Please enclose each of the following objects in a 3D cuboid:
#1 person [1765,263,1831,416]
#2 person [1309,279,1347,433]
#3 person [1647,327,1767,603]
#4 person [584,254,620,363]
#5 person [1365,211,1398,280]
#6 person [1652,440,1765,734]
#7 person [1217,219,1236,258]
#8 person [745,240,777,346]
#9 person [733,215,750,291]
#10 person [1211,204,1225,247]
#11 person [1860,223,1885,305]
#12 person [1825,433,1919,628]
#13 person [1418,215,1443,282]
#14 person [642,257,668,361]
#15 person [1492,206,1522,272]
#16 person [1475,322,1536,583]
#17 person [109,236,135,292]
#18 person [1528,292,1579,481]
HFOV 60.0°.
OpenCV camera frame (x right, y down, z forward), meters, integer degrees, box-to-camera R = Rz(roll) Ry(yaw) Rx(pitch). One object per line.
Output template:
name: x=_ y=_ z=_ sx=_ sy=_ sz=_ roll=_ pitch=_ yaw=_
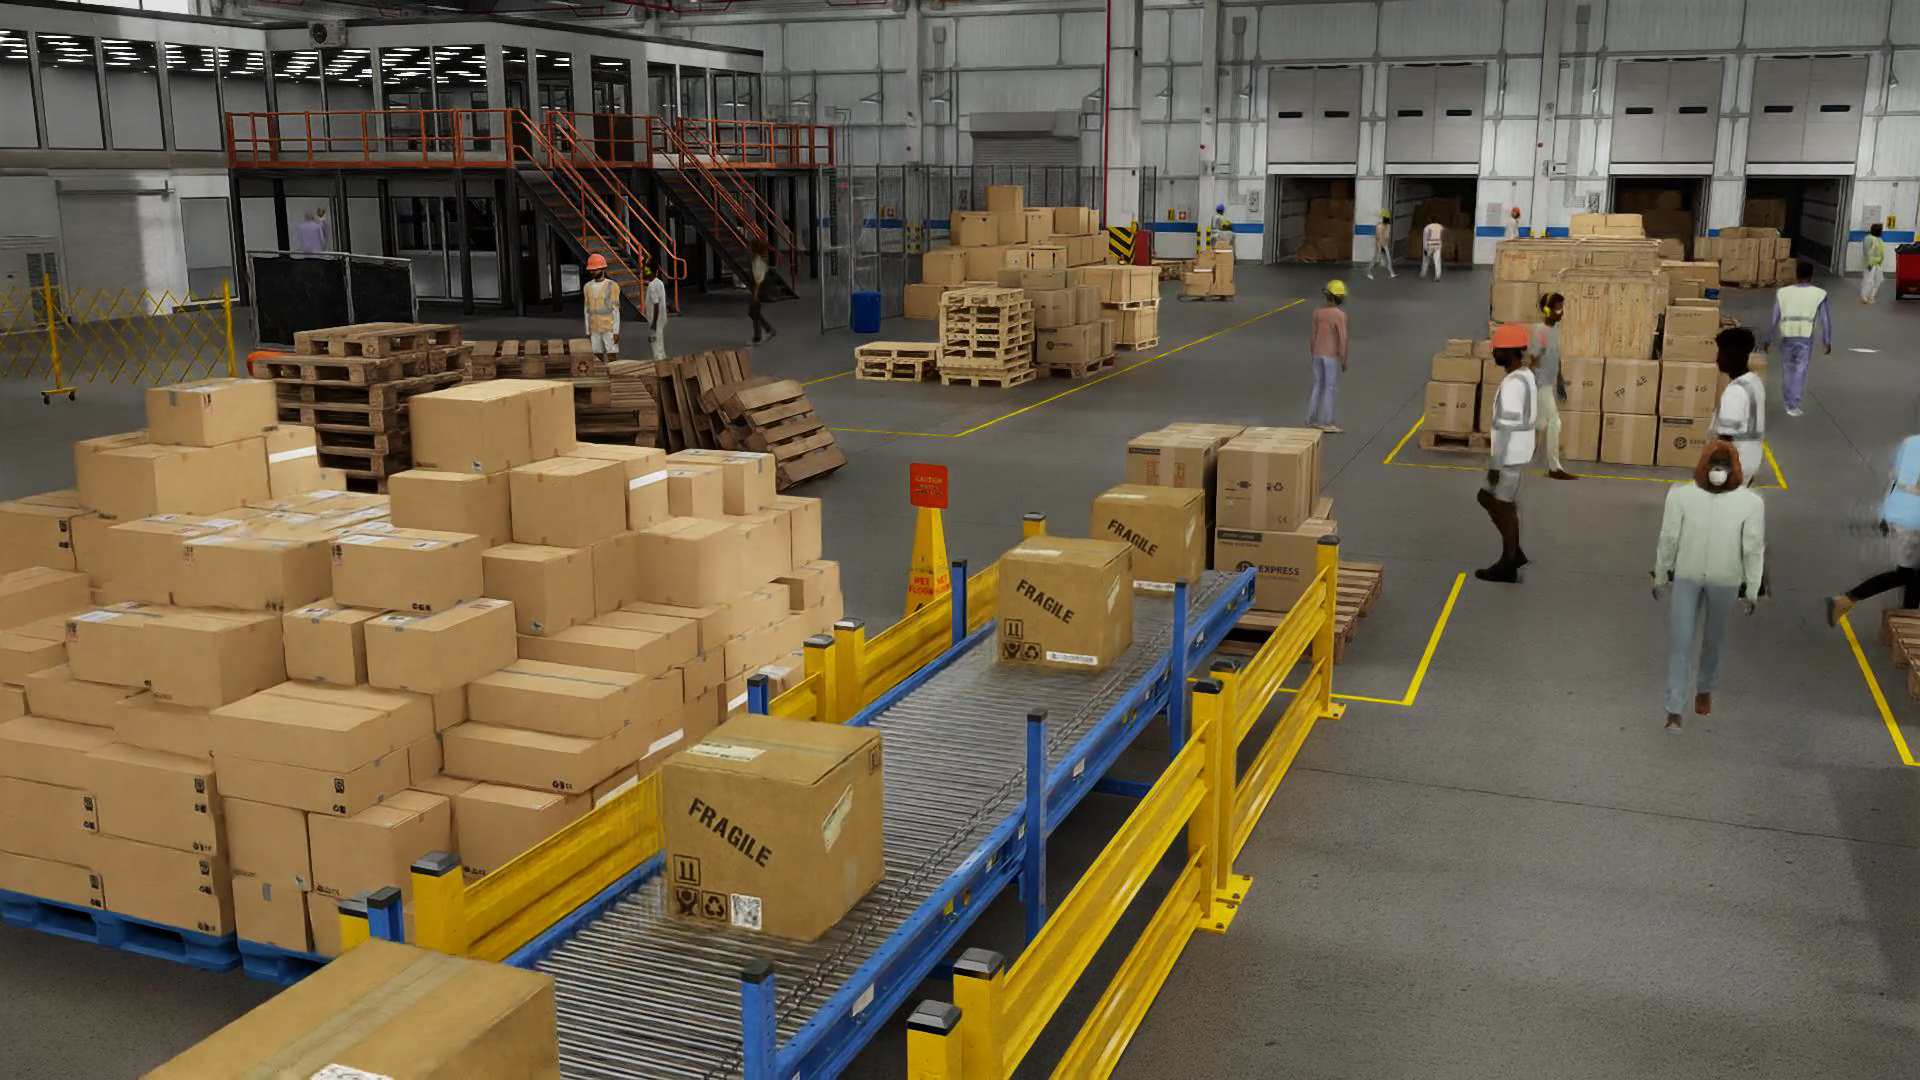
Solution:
person: x=10.465 y=-2.504 z=20.733 sx=0.695 sy=1.851 sz=1.008 roll=9 pitch=15 yaw=35
person: x=4.267 y=-2.118 z=19.209 sx=0.325 sy=1.767 sz=0.533 roll=-7 pitch=15 yaw=-30
person: x=5.368 y=-0.533 z=11.725 sx=0.828 sy=1.929 sz=0.631 roll=8 pitch=15 yaw=32
person: x=-4.694 y=-2.770 z=21.780 sx=0.539 sy=1.930 sz=0.382 roll=5 pitch=14 yaw=21
person: x=11.690 y=-8.150 z=46.045 sx=0.578 sy=1.873 sz=1.016 roll=-10 pitch=16 yaw=-38
person: x=4.039 y=0.248 z=8.997 sx=0.531 sy=1.583 sz=0.868 roll=5 pitch=14 yaw=23
person: x=6.949 y=-7.517 z=43.476 sx=0.495 sy=1.730 sz=0.428 roll=2 pitch=13 yaw=9
person: x=-3.461 y=-4.238 z=28.580 sx=0.450 sy=1.832 sz=0.505 roll=-2 pitch=13 yaw=-10
person: x=-5.520 y=-7.192 z=41.699 sx=0.573 sy=1.884 sz=0.359 roll=12 pitch=17 yaw=42
person: x=8.019 y=-9.439 z=51.638 sx=0.409 sy=1.943 sz=0.615 roll=-5 pitch=13 yaw=-21
person: x=20.433 y=-6.164 z=37.226 sx=0.630 sy=1.827 sz=0.454 roll=-8 pitch=15 yaw=-33
person: x=5.956 y=-0.134 z=10.586 sx=0.734 sy=1.650 sz=0.515 roll=1 pitch=13 yaw=2
person: x=12.835 y=-7.922 z=45.214 sx=0.626 sy=1.788 sz=1.012 roll=-3 pitch=13 yaw=-11
person: x=-4.076 y=-2.837 z=22.212 sx=0.331 sy=1.866 sz=0.513 roll=0 pitch=13 yaw=-1
person: x=15.688 y=-8.523 z=47.466 sx=0.718 sy=1.975 sz=0.625 roll=7 pitch=14 yaw=29
person: x=3.981 y=-0.628 z=12.163 sx=0.405 sy=1.922 sz=0.578 roll=6 pitch=14 yaw=24
person: x=-17.711 y=-5.621 z=35.194 sx=0.508 sy=1.632 sz=0.264 roll=-2 pitch=13 yaw=-11
person: x=5.729 y=-1.531 z=16.426 sx=0.866 sy=1.840 sz=0.518 roll=9 pitch=15 yaw=35
